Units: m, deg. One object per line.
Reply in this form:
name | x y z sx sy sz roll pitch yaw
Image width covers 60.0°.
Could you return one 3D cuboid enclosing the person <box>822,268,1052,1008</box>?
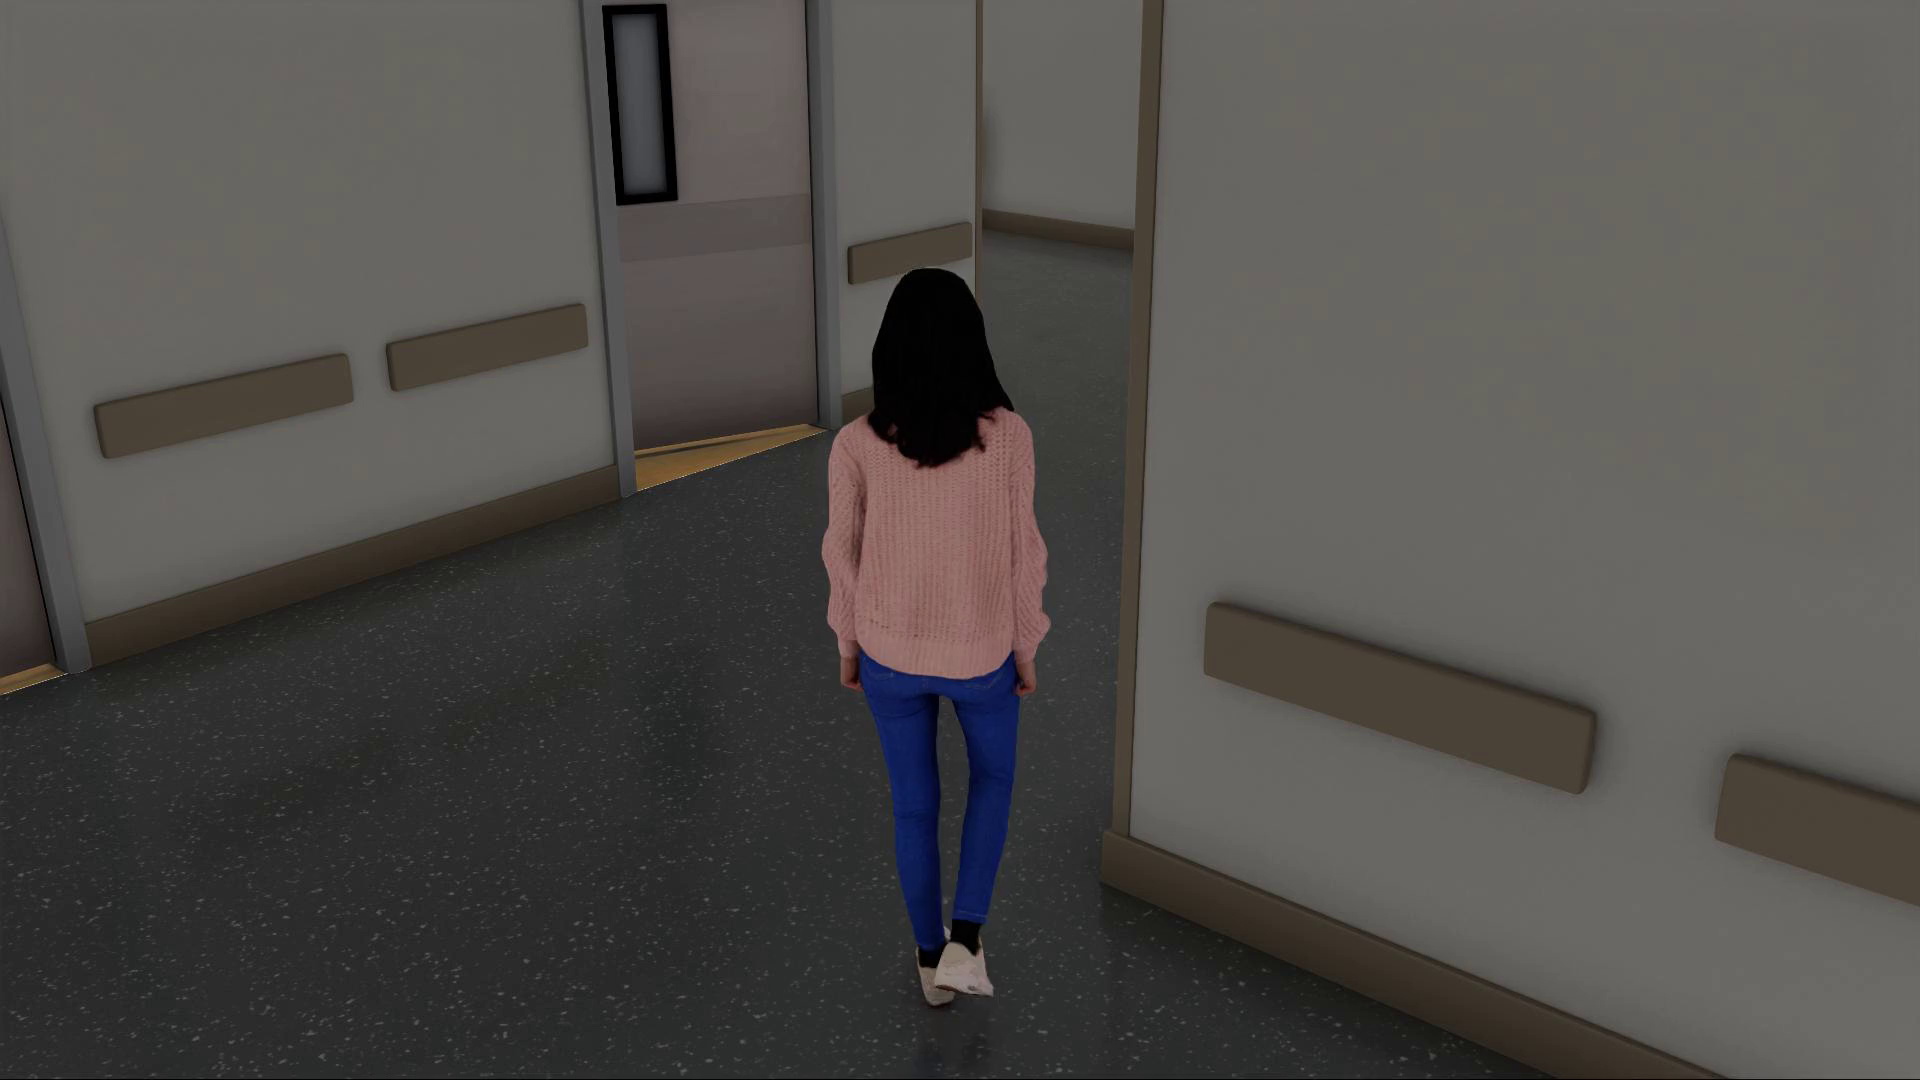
person | -0.051 0.300 3.626 0.835 1.763 0.892 2 21 4
